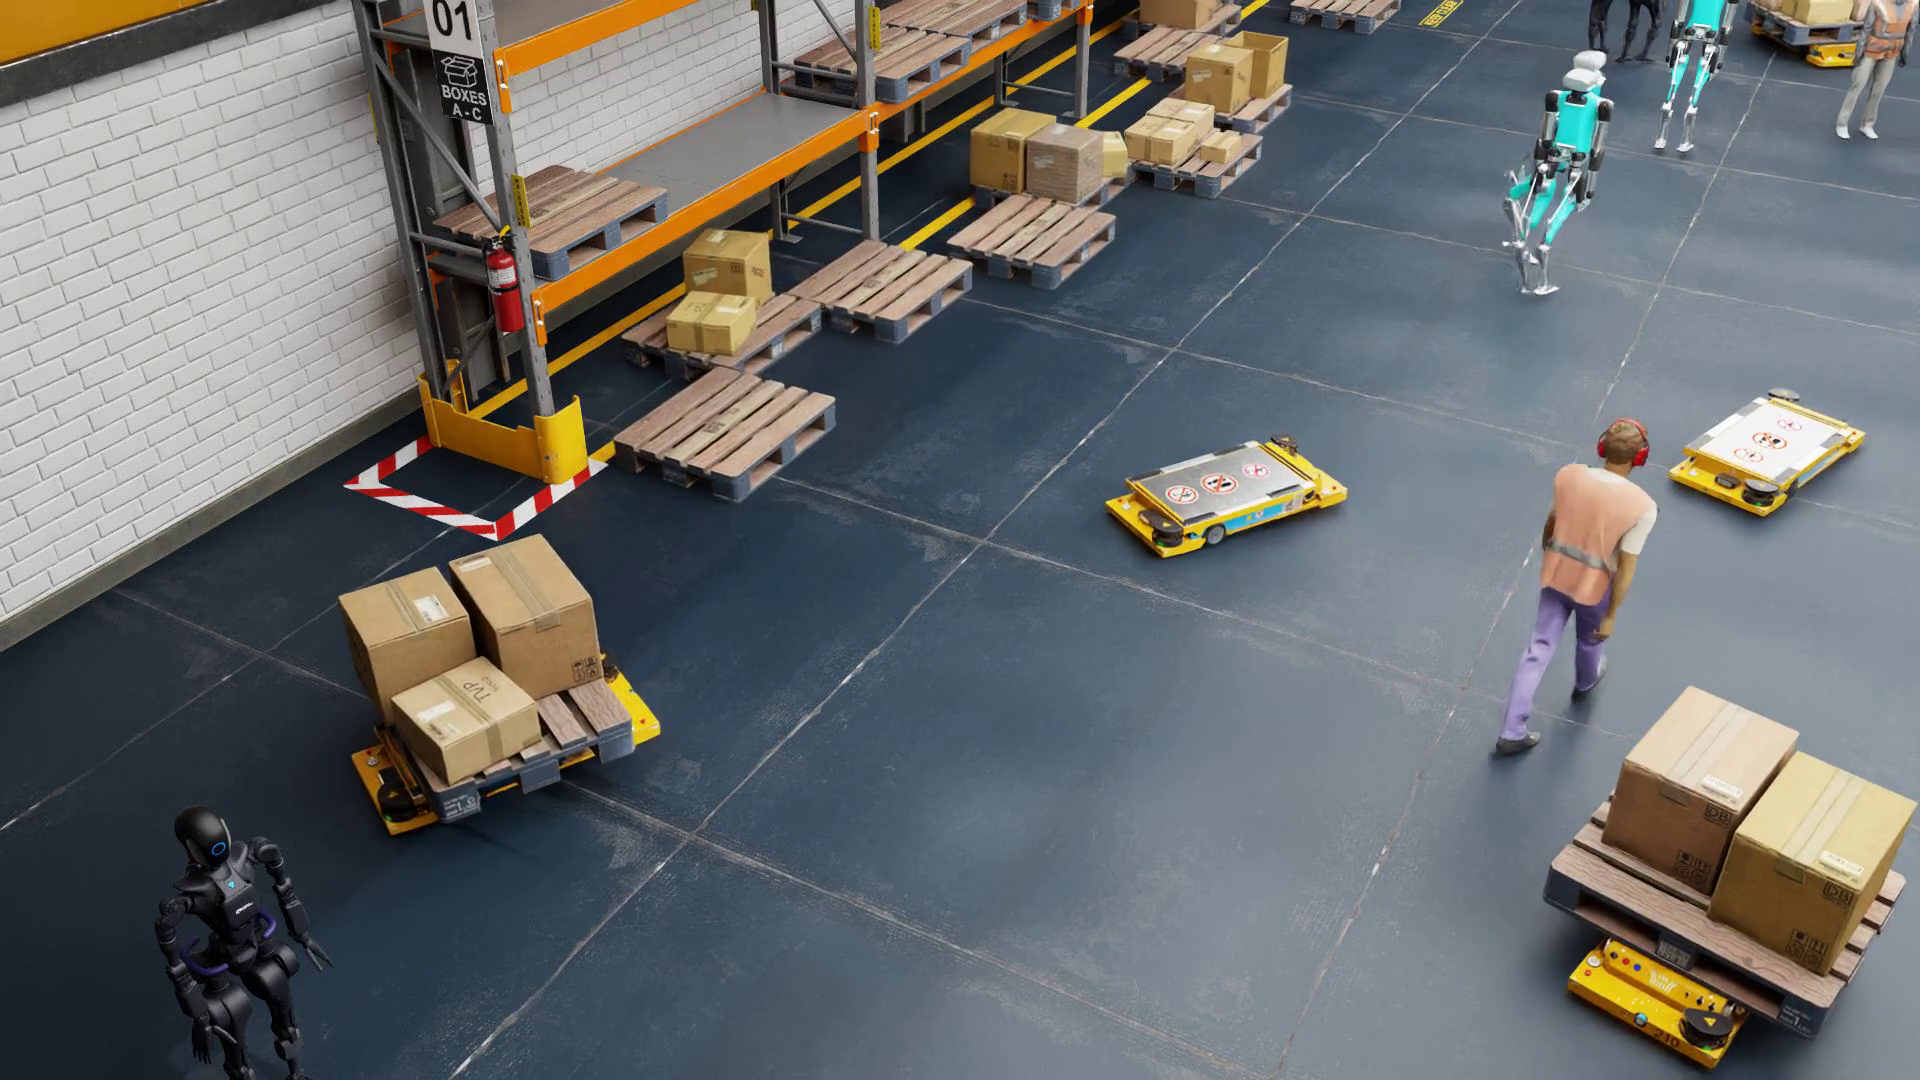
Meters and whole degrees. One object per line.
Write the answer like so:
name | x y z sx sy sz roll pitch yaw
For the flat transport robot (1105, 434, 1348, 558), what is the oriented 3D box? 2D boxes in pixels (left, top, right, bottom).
flat transport robot | 1.702 -0.293 10.591 1.431 0.231 0.659 -17 37 -24

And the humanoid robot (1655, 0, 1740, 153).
humanoid robot | 6.806 -4.452 15.470 0.530 1.695 0.741 17 37 24

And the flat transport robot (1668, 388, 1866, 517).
flat transport robot | 5.381 -0.596 11.050 1.431 0.231 0.659 -26 42 -34

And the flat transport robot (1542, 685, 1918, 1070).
flat transport robot | 3.382 1.739 7.517 0.659 0.231 1.431 27 42 34

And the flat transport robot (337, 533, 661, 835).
flat transport robot | -2.346 1.021 8.603 1.431 0.231 0.659 -20 38 -27

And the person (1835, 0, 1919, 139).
person | 8.818 -4.647 15.948 0.523 1.625 0.325 -3 34 -4

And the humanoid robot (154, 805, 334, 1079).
humanoid robot | -2.723 1.651 6.360 0.315 1.657 0.599 20 38 27

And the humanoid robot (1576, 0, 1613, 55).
humanoid robot | 7.037 -6.107 18.111 0.611 1.646 0.363 -19 38 -27

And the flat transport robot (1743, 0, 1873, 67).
flat transport robot | 9.558 -5.600 18.621 0.659 0.231 1.431 -5 34 -7

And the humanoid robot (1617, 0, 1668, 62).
humanoid robot | 7.408 -5.980 17.919 0.349 1.652 0.607 -16 37 -23

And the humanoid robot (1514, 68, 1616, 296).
humanoid robot | 4.591 -2.701 12.899 0.549 1.764 0.749 25 41 33

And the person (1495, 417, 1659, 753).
person | 3.155 0.222 8.456 1.030 1.758 0.563 -27 42 -35

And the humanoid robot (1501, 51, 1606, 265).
humanoid robot | 4.698 -3.121 13.549 0.792 1.793 0.530 19 38 26
